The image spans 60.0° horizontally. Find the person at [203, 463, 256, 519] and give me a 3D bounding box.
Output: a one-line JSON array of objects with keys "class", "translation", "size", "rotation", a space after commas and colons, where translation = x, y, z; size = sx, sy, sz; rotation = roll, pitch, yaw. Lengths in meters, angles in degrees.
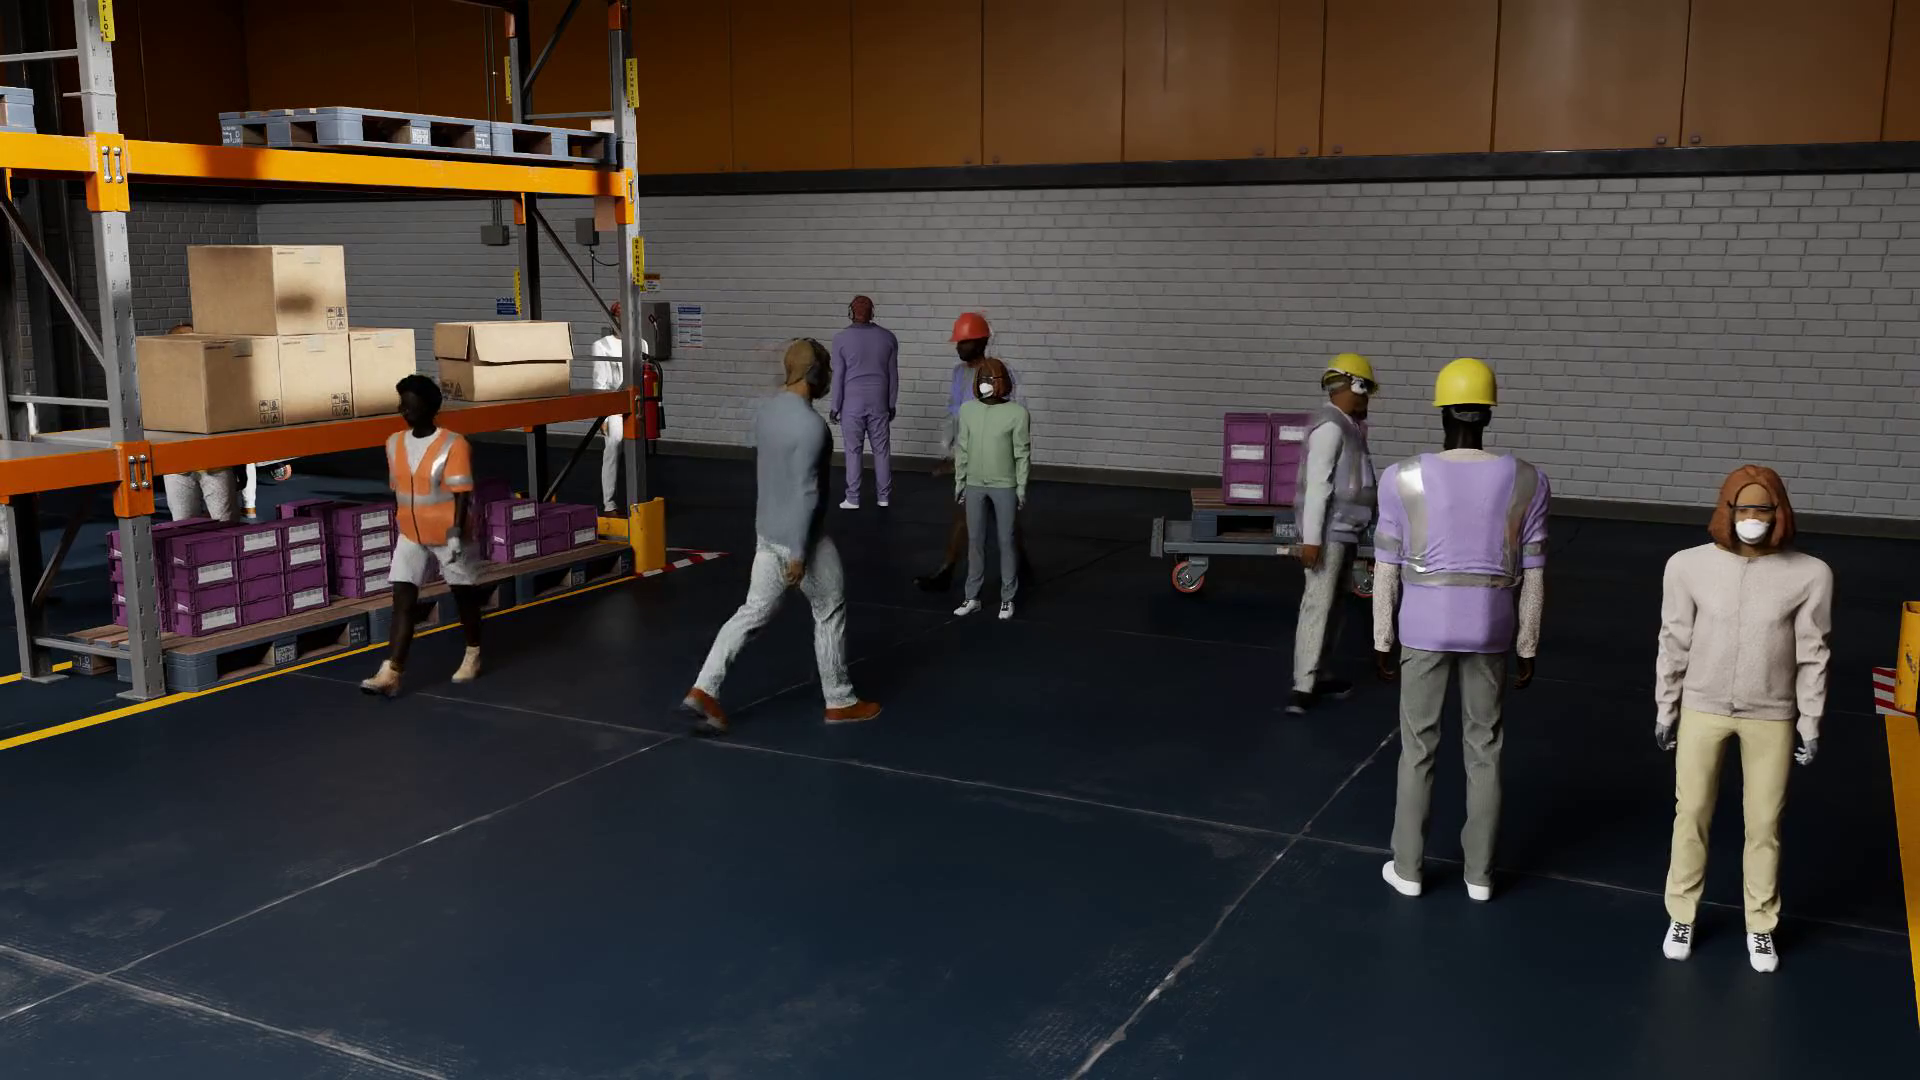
[{"class": "person", "translation": [-6.290, -1.125, 14.179], "size": [0.357, 1.938, 0.637], "rotation": [9, 13, 42]}]

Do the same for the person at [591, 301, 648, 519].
[{"class": "person", "translation": [-2.851, -1.080, 14.100], "size": [0.351, 1.879, 0.577], "rotation": [8, 13, 40]}]

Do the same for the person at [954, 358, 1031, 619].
[{"class": "person", "translation": [0.195, -0.321, 10.406], "size": [0.498, 1.634, 0.280], "rotation": [4, 11, 23]}]

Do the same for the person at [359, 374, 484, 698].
[{"class": "person", "translation": [-2.756, -0.017, 8.554], "size": [0.547, 1.646, 0.857], "rotation": [3, 10, 17]}]

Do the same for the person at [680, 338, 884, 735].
[{"class": "person", "translation": [-0.873, -0.007, 7.870], "size": [0.985, 1.901, 0.641], "rotation": [-6, 11, -31]}]

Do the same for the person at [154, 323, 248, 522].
[{"class": "person", "translation": [-4.903, -0.472, 10.711], "size": [0.628, 1.837, 0.429], "rotation": [-1, 10, -6]}]

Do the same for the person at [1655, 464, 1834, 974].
[{"class": "person", "translation": [2.477, 0.567, 5.305], "size": [0.498, 1.623, 0.280], "rotation": [5, 11, 26]}]

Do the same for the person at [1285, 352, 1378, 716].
[{"class": "person", "translation": [1.865, -0.032, 8.320], "size": [0.405, 1.792, 0.744], "rotation": [4, 11, 23]}]

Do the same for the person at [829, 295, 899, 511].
[{"class": "person", "translation": [-0.862, -1.215, 14.797], "size": [0.636, 1.911, 0.405], "rotation": [-4, 11, -21]}]

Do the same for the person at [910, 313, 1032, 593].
[{"class": "person", "translation": [0.115, -0.596, 11.319], "size": [1.011, 1.888, 0.543], "rotation": [-6, 11, -30]}]

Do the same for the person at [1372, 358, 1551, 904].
[{"class": "person", "translation": [1.747, 0.322, 5.879], "size": [0.588, 1.919, 0.401], "rotation": [1, 10, 8]}]

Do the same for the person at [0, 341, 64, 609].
[{"class": "person", "translation": [-5.967, -0.379, 10.281], "size": [0.601, 1.807, 0.741], "rotation": [5, 11, 25]}]
